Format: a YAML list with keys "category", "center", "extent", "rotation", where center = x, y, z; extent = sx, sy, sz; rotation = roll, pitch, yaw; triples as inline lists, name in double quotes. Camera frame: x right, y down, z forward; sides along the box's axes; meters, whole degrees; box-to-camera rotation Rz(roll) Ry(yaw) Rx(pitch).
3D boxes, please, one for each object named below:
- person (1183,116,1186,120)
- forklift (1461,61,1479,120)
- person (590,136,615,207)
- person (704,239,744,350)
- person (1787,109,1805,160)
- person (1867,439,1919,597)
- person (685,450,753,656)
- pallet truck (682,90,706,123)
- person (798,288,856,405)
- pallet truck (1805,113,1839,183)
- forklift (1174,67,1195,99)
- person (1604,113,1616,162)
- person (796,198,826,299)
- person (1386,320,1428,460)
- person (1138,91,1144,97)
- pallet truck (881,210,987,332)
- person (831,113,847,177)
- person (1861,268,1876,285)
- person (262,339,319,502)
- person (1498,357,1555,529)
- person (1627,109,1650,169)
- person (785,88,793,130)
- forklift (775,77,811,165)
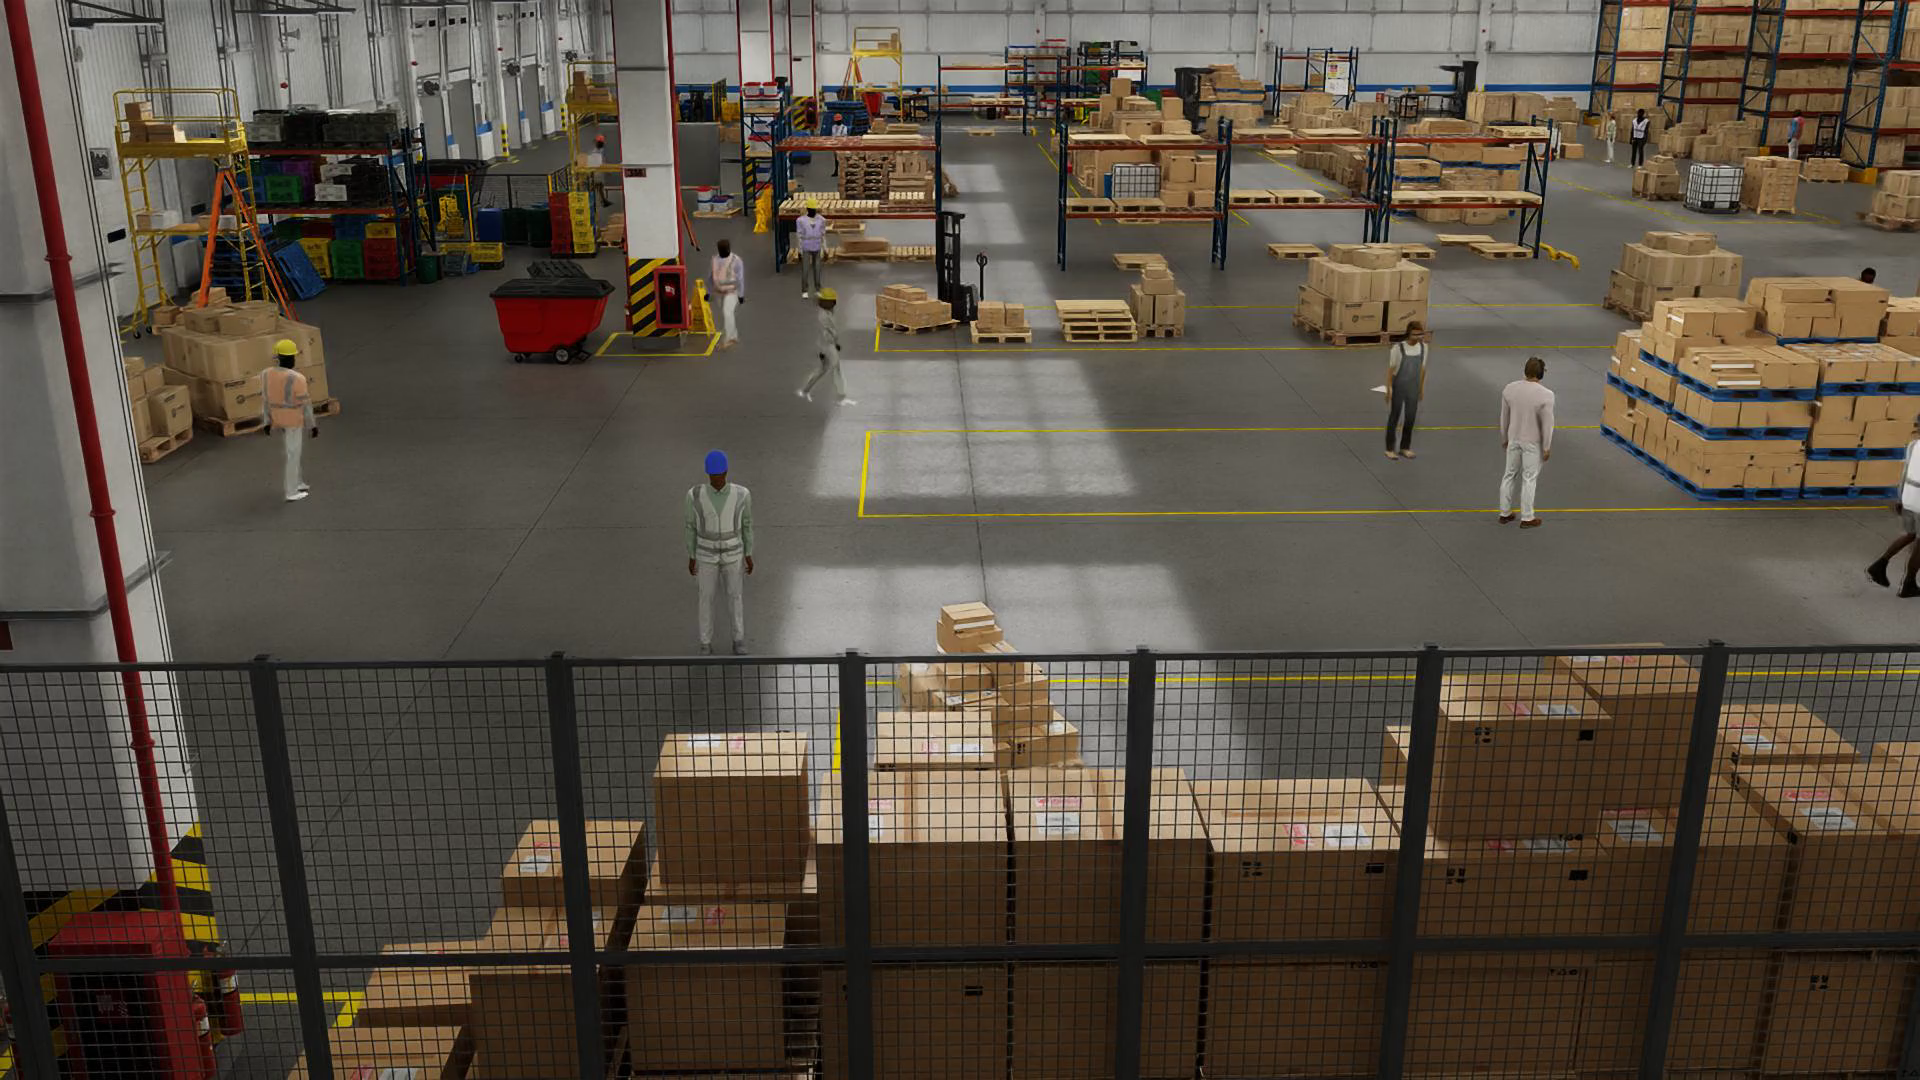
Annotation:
- category: "person"
  center: [7.296, -13.103, 54.653]
  extent: [0.522, 1.639, 0.306]
  rotation: [1, 19, 4]
- category: "forklift"
  center: [20.149, -17.581, 66.025]
  extent: [1.873, 2.768, 1.129]
  rotation: [-1, 19, -2]
- category: "person"
  center: [-9.709, -9.957, 44.959]
  extent: [0.900, 1.872, 0.577]
  rotation: [4, 19, 12]
- category: "person"
  center: [-3.958, -4.068, 27.588]
  extent: [0.645, 1.801, 0.892]
  rotation: [11, 22, 30]
- category: "person"
  center: [27.510, -13.278, 54.863]
  extent: [0.633, 1.842, 0.429]
  rotation: [-14, 23, -36]
- category: "person"
  center: [9.461, -0.356, 16.400]
  extent: [0.549, 1.924, 0.549]
  rotation: [-3, 19, -10]
- category: "person"
  center: [-2.152, 0.128, 14.924]
  extent: [0.604, 1.949, 0.389]
  rotation: [-4, 19, -10]
- category: "pallet truck"
  center: [-9.671, -15.907, 62.421]
  extent: [0.823, 1.965, 1.885]
  rotation: [5, 19, 15]
- category: "person"
  center: [-1.952, -2.796, 23.971]
  extent: [0.822, 1.710, 0.487]
  rotation: [0, 19, 1]
- category: "pallet truck"
  center: [26.403, -11.957, 50.702]
  extent: [0.823, 1.965, 1.885]
  rotation: [6, 19, 16]
- category: "forklift"
  center: [8.189, -15.896, 61.028]
  extent: [1.873, 2.768, 1.129]
  rotation: [14, 23, 36]
- category: "person"
  center: [21.896, -13.544, 55.992]
  extent: [0.322, 1.628, 0.529]
  rotation: [2, 19, 6]
- category: "person"
  center: [-2.854, -5.623, 32.024]
  extent: [0.593, 1.923, 0.386]
  rotation: [-7, 20, -21]
- category: "person"
  center: [5.668, -1.902, 21.145]
  extent: [0.522, 1.826, 0.392]
  rotation: [-3, 19, -10]
- category: "person"
  center: [6.741, -15.753, 62.091]
  extent: [0.439, 1.922, 0.634]
  rotation: [16, 25, 40]
- category: "pallet truck"
  center: [-0.493, -4.759, 29.349]
  extent: [1.885, 1.965, 0.823]
  rotation: [-13, 23, -34]
- category: "person"
  center: [-3.772, -12.286, 51.768]
  extent: [0.545, 1.940, 0.352]
  rotation: [9, 21, 25]
- category: "person"
  center: [13.299, -3.126, 24.702]
  extent: [0.593, 1.880, 0.963]
  rotation: [5, 19, 15]
- category: "person"
  center: [-7.838, -1.422, 19.581]
  extent: [0.627, 1.901, 0.655]
  rotation: [7, 20, 21]
- category: "person"
  center: [6.314, -1.089, 18.552]
  extent: [0.368, 1.939, 0.632]
  rotation: [-15, 24, -38]
- category: "person"
  center: [22.097, -13.059, 54.115]
  extent: [0.399, 1.908, 0.606]
  rotation: [-13, 23, -34]
- category: "person"
  center: [-6.748, -16.556, 64.475]
  extent: [0.633, 1.916, 0.629]
  rotation: [-13, 22, -33]
- category: "forklift"
  center: [-5.920, -13.893, 55.085]
  extent: [1.873, 2.768, 1.129]
  rotation: [-1, 19, -1]
